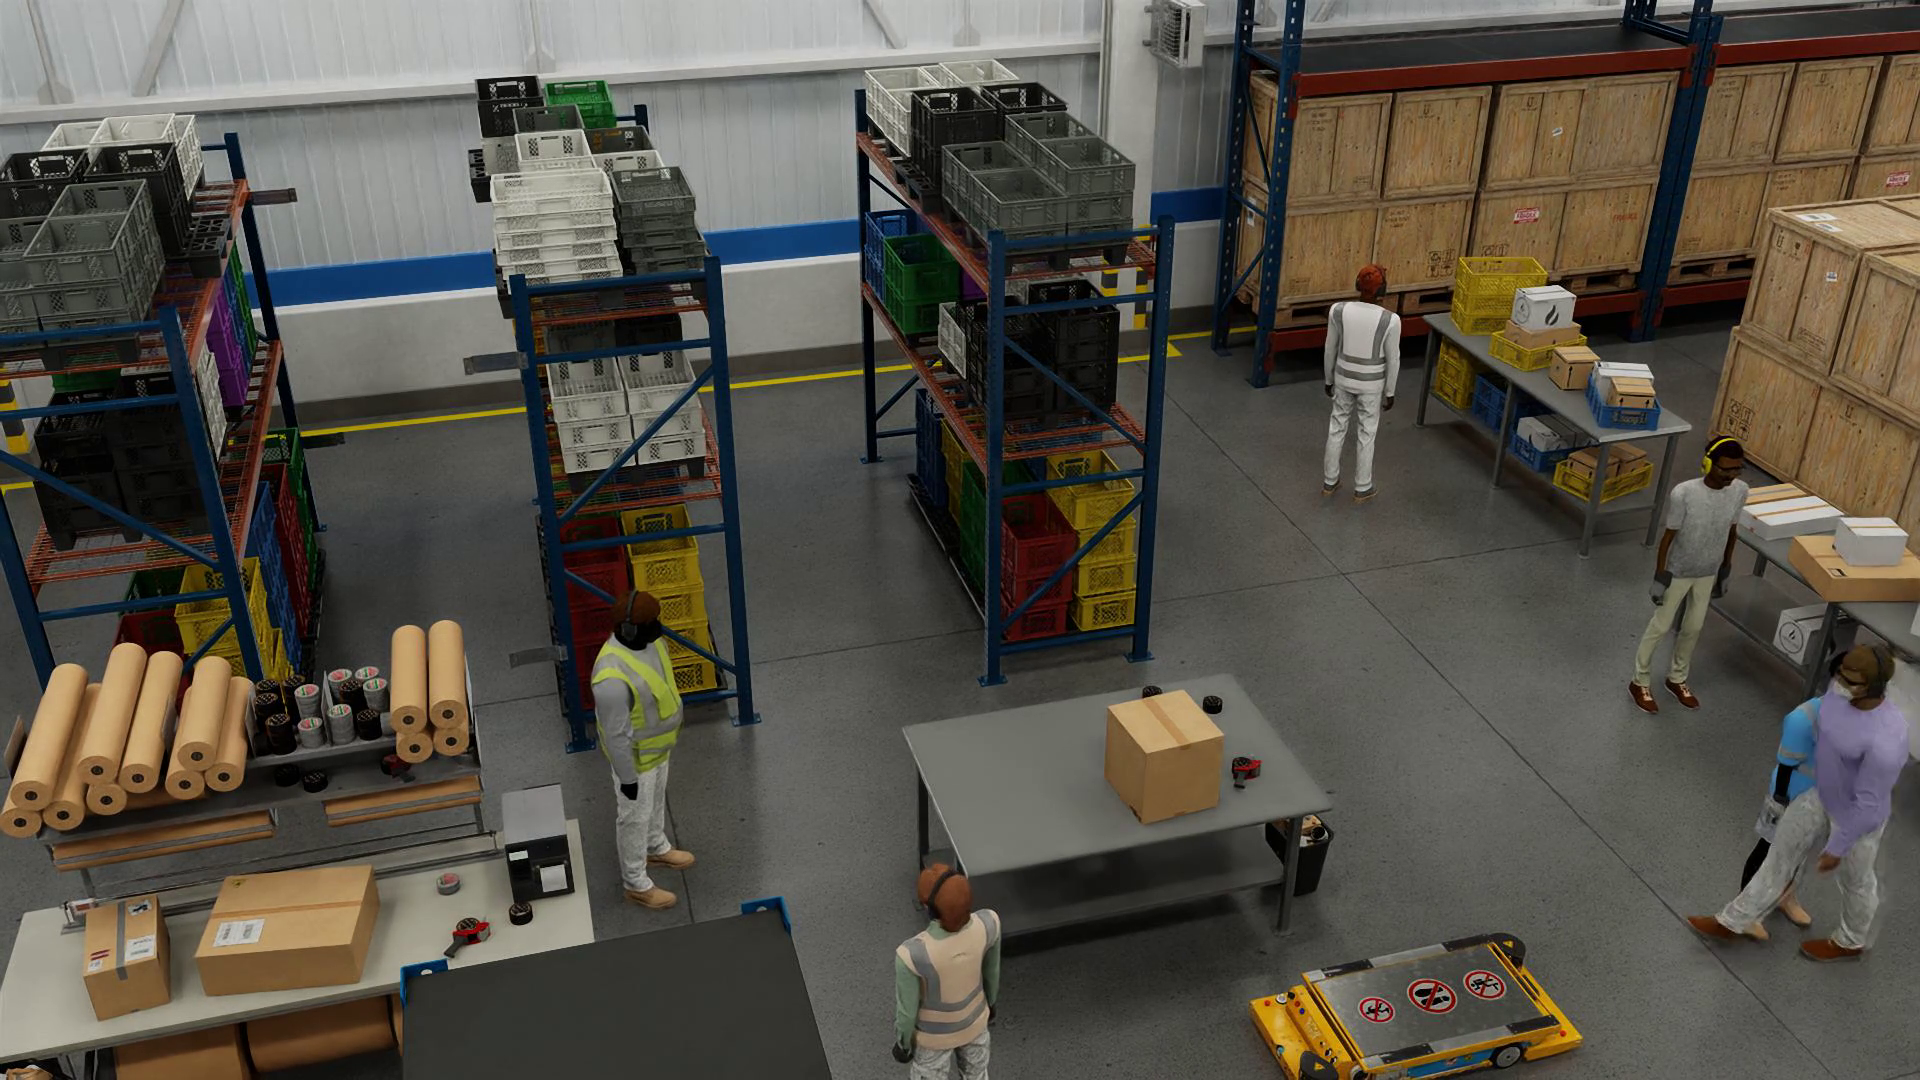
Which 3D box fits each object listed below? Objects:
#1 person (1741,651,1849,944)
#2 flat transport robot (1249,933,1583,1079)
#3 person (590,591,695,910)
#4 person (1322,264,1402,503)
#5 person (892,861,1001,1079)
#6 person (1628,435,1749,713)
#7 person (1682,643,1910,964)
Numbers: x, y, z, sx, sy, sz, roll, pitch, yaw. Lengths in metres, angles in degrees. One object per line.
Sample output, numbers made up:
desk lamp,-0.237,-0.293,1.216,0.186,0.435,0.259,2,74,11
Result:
person,4.274,1.266,8.358,0.536,1.695,0.321,-10,30,-18
flat transport robot,2.184,2.282,7.980,1.431,0.197,0.652,-8,30,-14
person,-1.632,1.064,8.592,0.430,1.836,0.629,4,29,7
person,3.035,-1.186,12.631,0.574,1.882,0.355,17,33,27
person,-0.053,2.042,7.004,0.523,1.640,0.306,-18,34,-29
person,4.453,0.207,10.122,0.515,1.861,0.316,-4,29,-8
person,4.165,1.313,8.069,0.970,1.891,0.645,-1,29,-2
